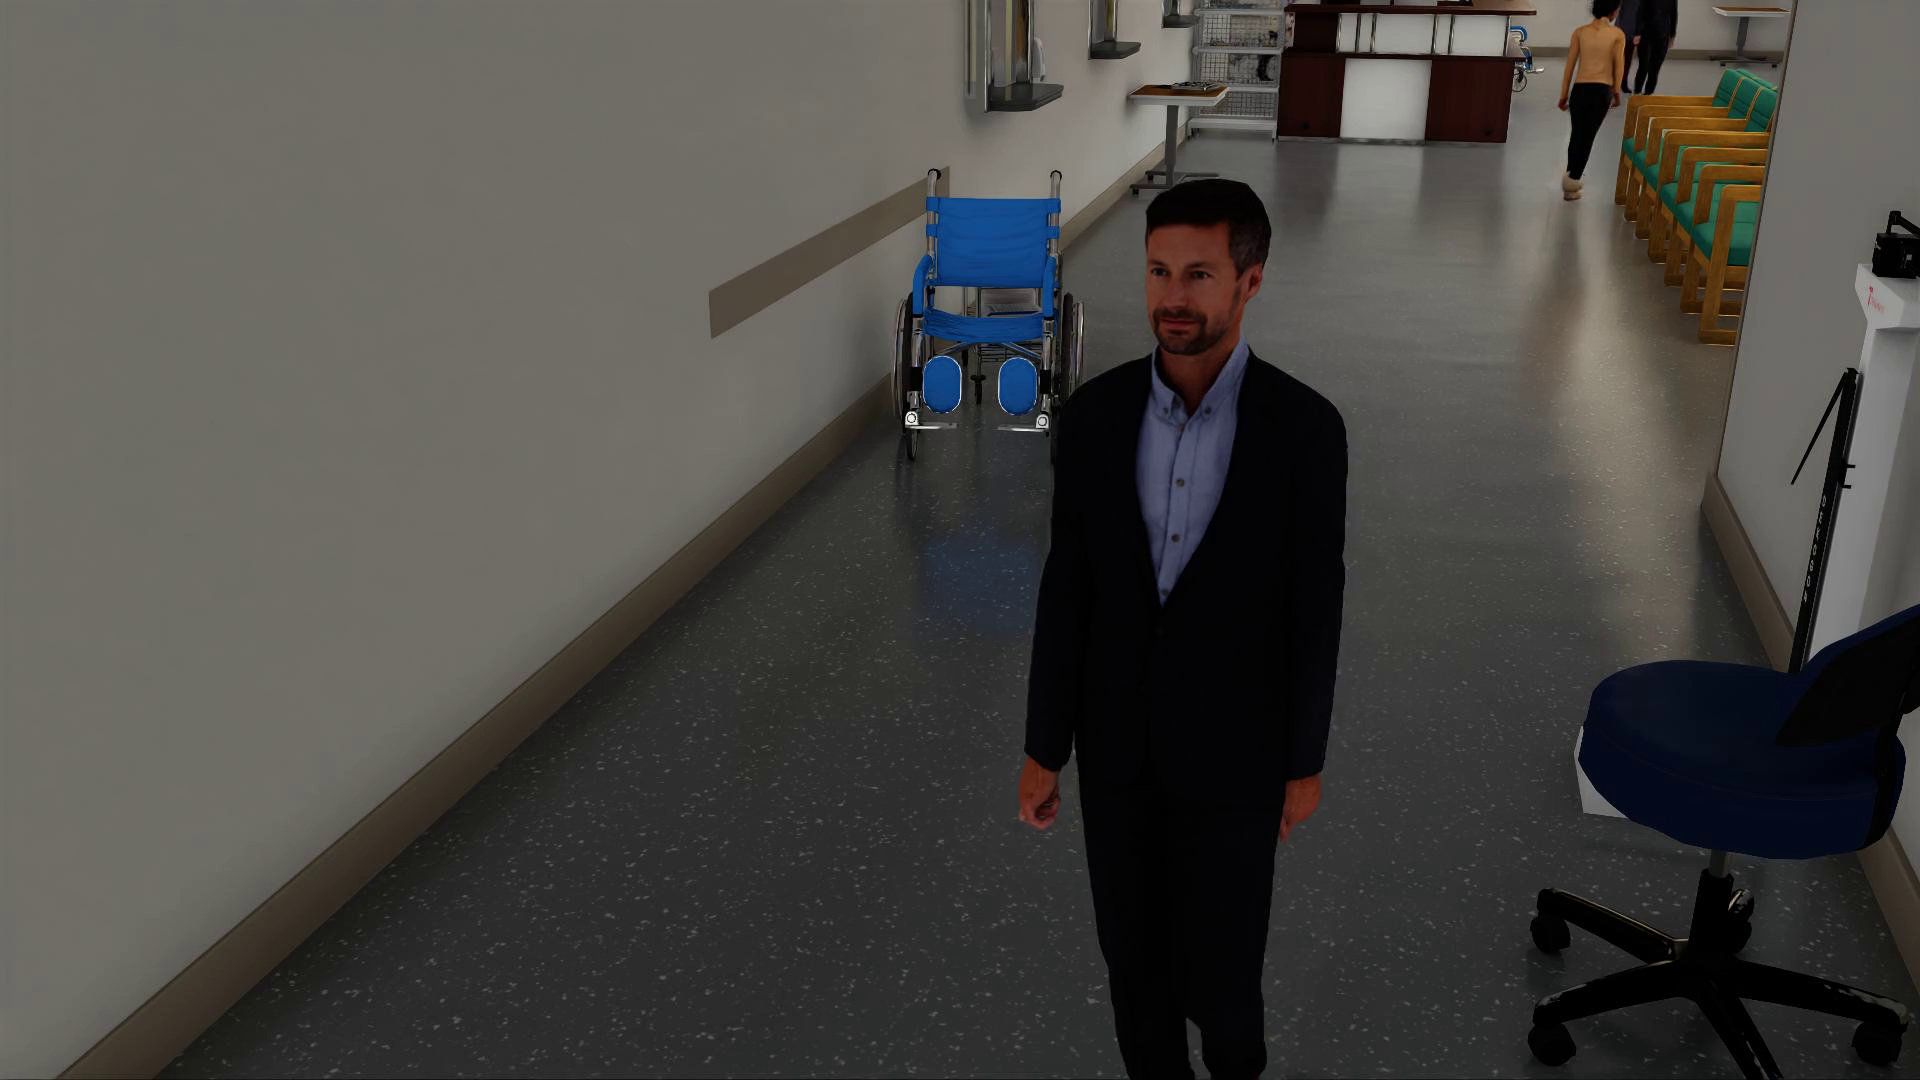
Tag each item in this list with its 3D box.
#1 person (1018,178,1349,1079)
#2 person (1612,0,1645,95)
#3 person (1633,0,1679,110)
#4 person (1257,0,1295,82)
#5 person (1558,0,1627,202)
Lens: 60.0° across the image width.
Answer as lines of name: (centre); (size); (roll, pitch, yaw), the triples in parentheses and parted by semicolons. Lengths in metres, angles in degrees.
person: (0.398, 0.318, 2.835); (0.684, 1.856, 0.762); (10, 23, 24)
person: (8.603, -6.652, 21.441); (0.604, 1.710, 0.721); (-5, 21, -13)
person: (7.821, -5.656, 18.819); (0.618, 1.706, 0.715); (2, 21, 4)
person: (4.221, -6.907, 22.521); (1.007, 1.423, 0.818); (-3, 21, -7)
person: (5.043, -3.536, 13.337); (0.906, 1.625, 0.830); (14, 25, 32)
